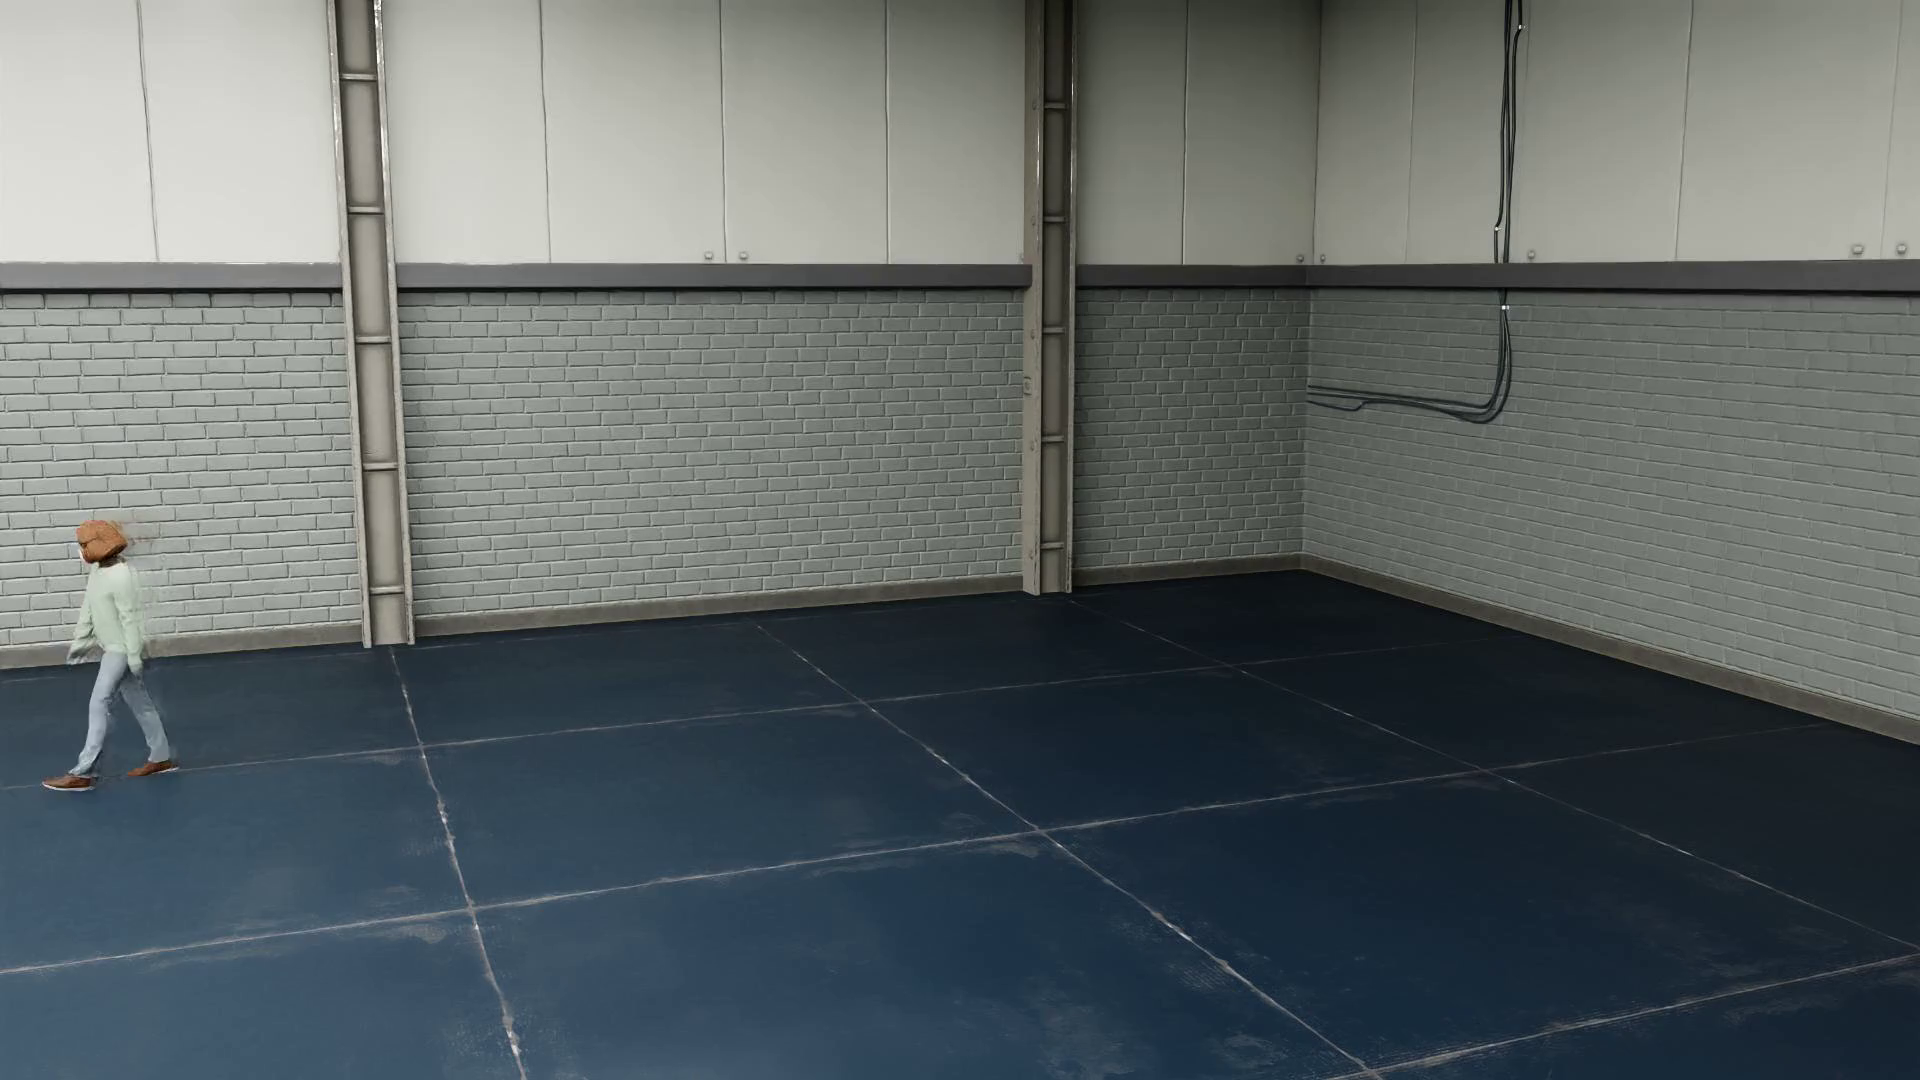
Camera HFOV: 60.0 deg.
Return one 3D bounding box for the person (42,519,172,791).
[{"bbox_3d":[-5.110,0.682,9.851,0.809,1.593,0.497,-7,11,-37],"label":"person"}]
